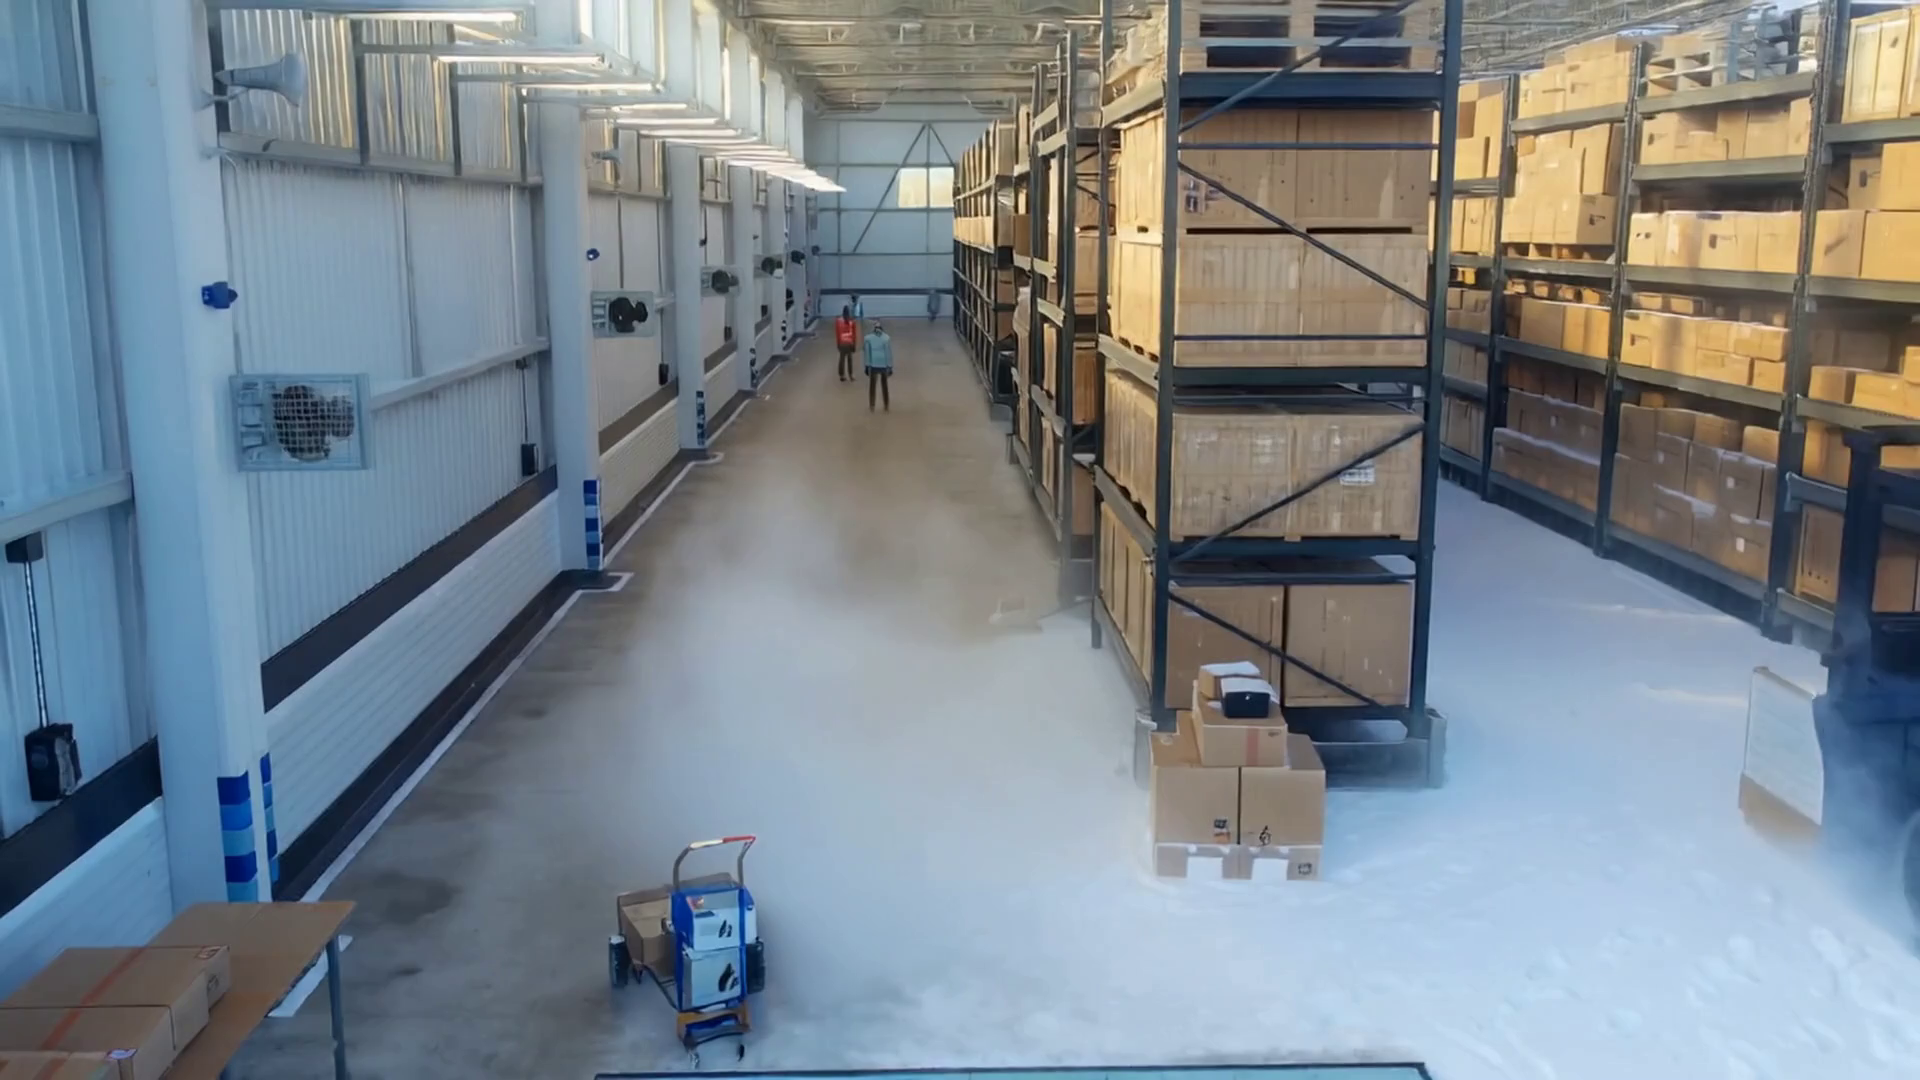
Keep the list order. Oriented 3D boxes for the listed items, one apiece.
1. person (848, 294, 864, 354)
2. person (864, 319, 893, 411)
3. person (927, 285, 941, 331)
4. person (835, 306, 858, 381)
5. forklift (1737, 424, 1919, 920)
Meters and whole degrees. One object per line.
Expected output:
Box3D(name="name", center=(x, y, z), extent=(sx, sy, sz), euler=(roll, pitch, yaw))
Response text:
Box3D(name="person", center=(-3.205, -6.643, 51.096), extent=(0.565, 1.850, 0.390), euler=(6, 13, 30))
Box3D(name="person", center=(-1.745, -3.741, 35.656), extent=(0.618, 1.986, 0.409), euler=(-2, 11, -9))
Box3D(name="person", center=(-0.929, -8.624, 61.786), extent=(0.494, 1.708, 0.851), euler=(7, 13, 33))
Box3D(name="person", center=(-2.908, -5.015, 42.478), extent=(0.586, 1.913, 0.397), euler=(-7, 13, -33))
Box3D(name="forklift", center=(5.882, 0.677, 10.325), extent=(1.129, 2.768, 1.873), euler=(0, 11, -2))
